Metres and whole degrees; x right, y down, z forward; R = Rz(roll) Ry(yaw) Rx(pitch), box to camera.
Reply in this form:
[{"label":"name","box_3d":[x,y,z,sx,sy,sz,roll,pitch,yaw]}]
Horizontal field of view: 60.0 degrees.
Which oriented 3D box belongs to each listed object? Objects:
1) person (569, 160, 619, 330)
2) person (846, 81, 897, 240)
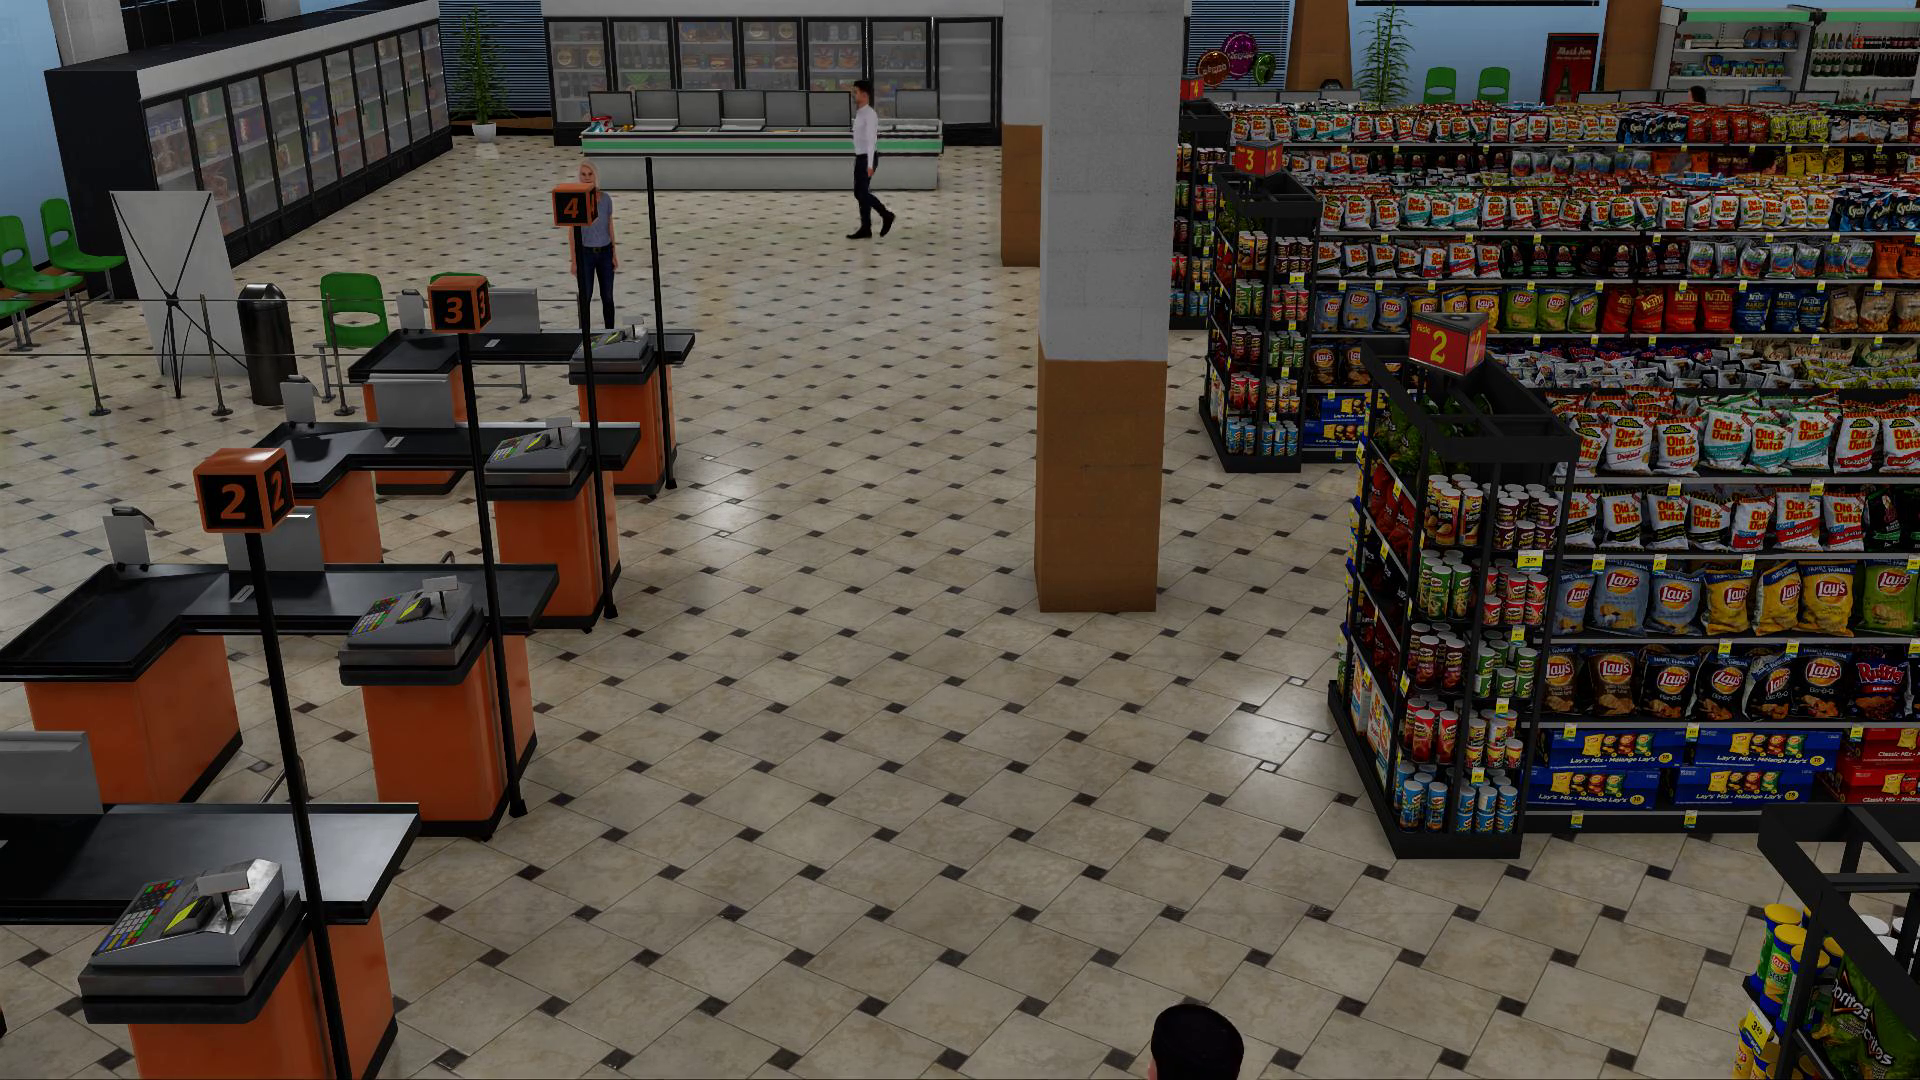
[{"label":"person","box_3d":[-3.348,-2.598,15.197,0.569,1.723,0.714,-8,23,-20]},{"label":"person","box_3d":[-1.033,-4.493,19.737,0.924,1.853,0.777,-7,23,-16]}]
